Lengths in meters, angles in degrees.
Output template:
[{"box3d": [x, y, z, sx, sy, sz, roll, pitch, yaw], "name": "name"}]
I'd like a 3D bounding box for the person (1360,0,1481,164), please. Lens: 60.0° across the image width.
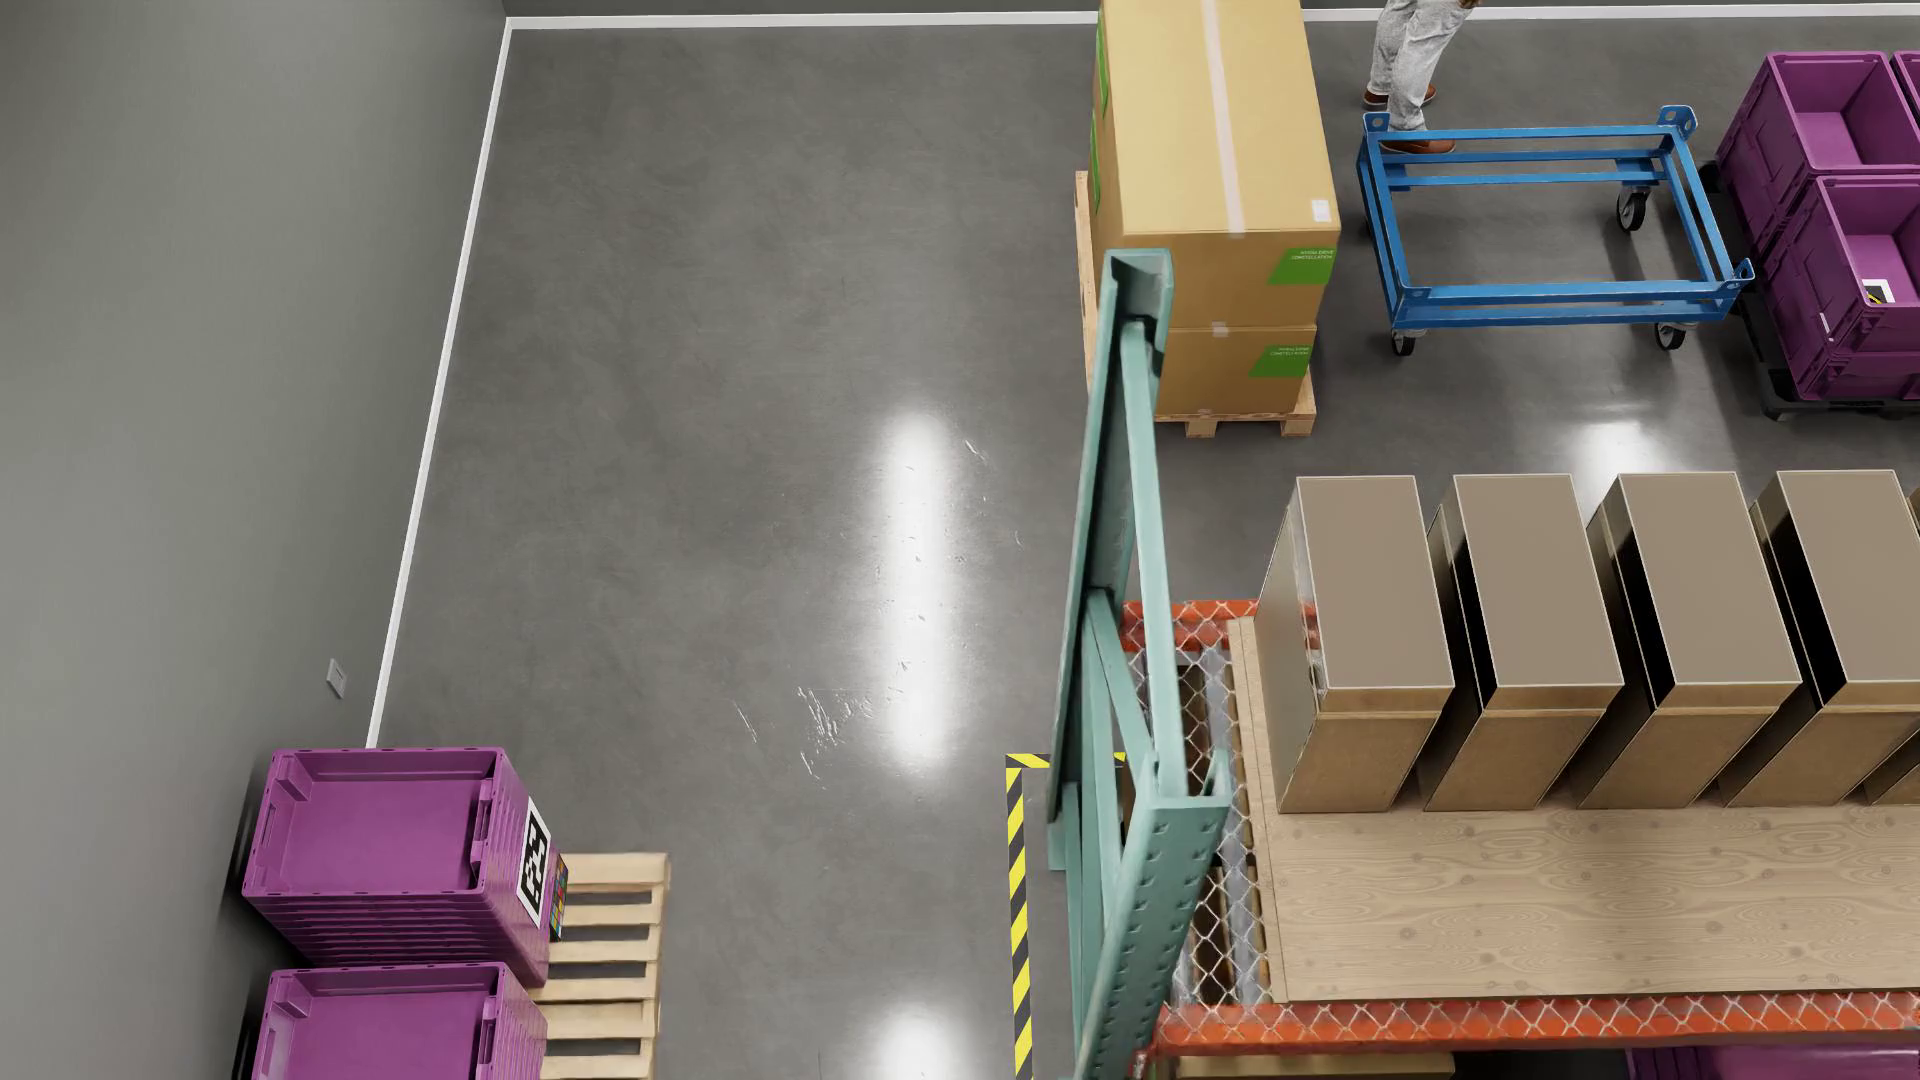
[{"box3d": [1.821, -2.244, 6.079, 0.371, 1.941, 0.627, -2, 58, -1], "name": "person"}]
